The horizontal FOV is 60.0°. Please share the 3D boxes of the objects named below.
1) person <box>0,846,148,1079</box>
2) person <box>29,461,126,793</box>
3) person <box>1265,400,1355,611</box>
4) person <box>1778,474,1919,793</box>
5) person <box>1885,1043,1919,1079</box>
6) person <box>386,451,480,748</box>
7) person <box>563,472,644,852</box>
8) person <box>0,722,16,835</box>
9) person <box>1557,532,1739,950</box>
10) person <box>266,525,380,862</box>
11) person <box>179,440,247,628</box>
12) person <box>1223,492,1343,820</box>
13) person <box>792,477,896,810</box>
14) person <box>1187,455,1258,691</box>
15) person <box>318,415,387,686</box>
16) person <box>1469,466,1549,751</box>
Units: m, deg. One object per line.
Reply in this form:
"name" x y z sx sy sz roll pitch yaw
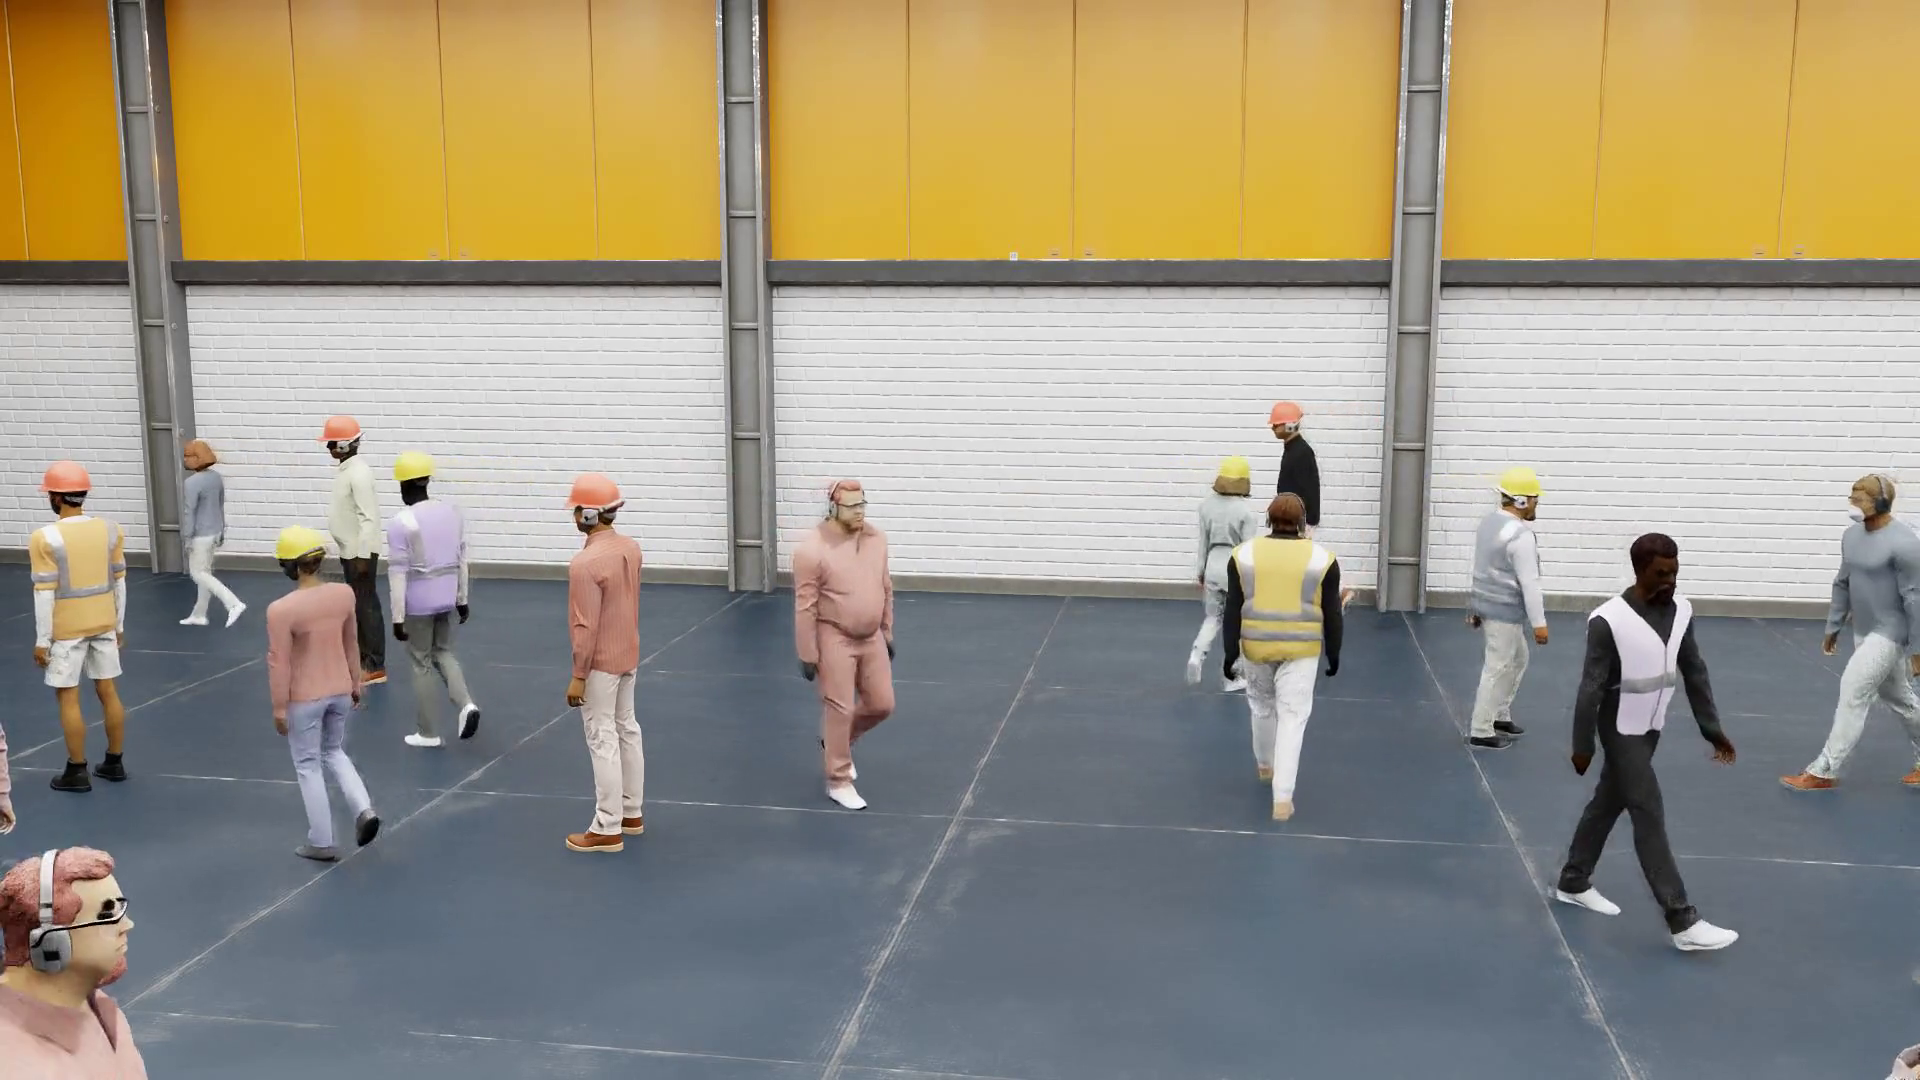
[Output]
"person" -1.777 1.552 3.462 0.973 1.862 0.648 -2 9 -13
"person" -5.147 0.504 9.725 0.373 1.934 0.565 6 11 32
"person" 2.911 -0.199 13.963 0.722 1.963 0.652 2 9 10
"person" 5.360 0.550 9.639 1.037 1.888 0.643 0 9 1
"person" 1.739 1.618 2.932 0.646 1.907 0.401 -6 11 -33
"person" -3.345 0.387 10.504 0.478 1.911 0.615 6 11 31
"person" -1.870 0.633 8.728 0.376 1.997 0.612 2 10 15
"person" -4.027 1.093 6.632 0.350 1.756 0.518 4 10 23
"person" 3.147 0.893 7.539 0.613 1.863 1.005 -7 11 -36
"person" -3.269 0.790 8.484 0.417 1.750 0.549 5 11 30
"person" -6.378 -0.044 14.082 0.667 1.617 0.516 1 9 7
"person" 1.845 0.615 9.473 0.654 1.786 0.974 3 10 19
"person" -0.656 0.569 9.442 0.668 1.887 0.491 -9 13 -43
"person" 1.889 0.253 11.895 0.494 1.723 0.529 8 12 41
"person" -4.442 0.074 12.193 0.392 1.990 0.612 -5 11 -29
"person" 3.491 0.441 10.490 0.596 1.812 0.610 0 9 -2
